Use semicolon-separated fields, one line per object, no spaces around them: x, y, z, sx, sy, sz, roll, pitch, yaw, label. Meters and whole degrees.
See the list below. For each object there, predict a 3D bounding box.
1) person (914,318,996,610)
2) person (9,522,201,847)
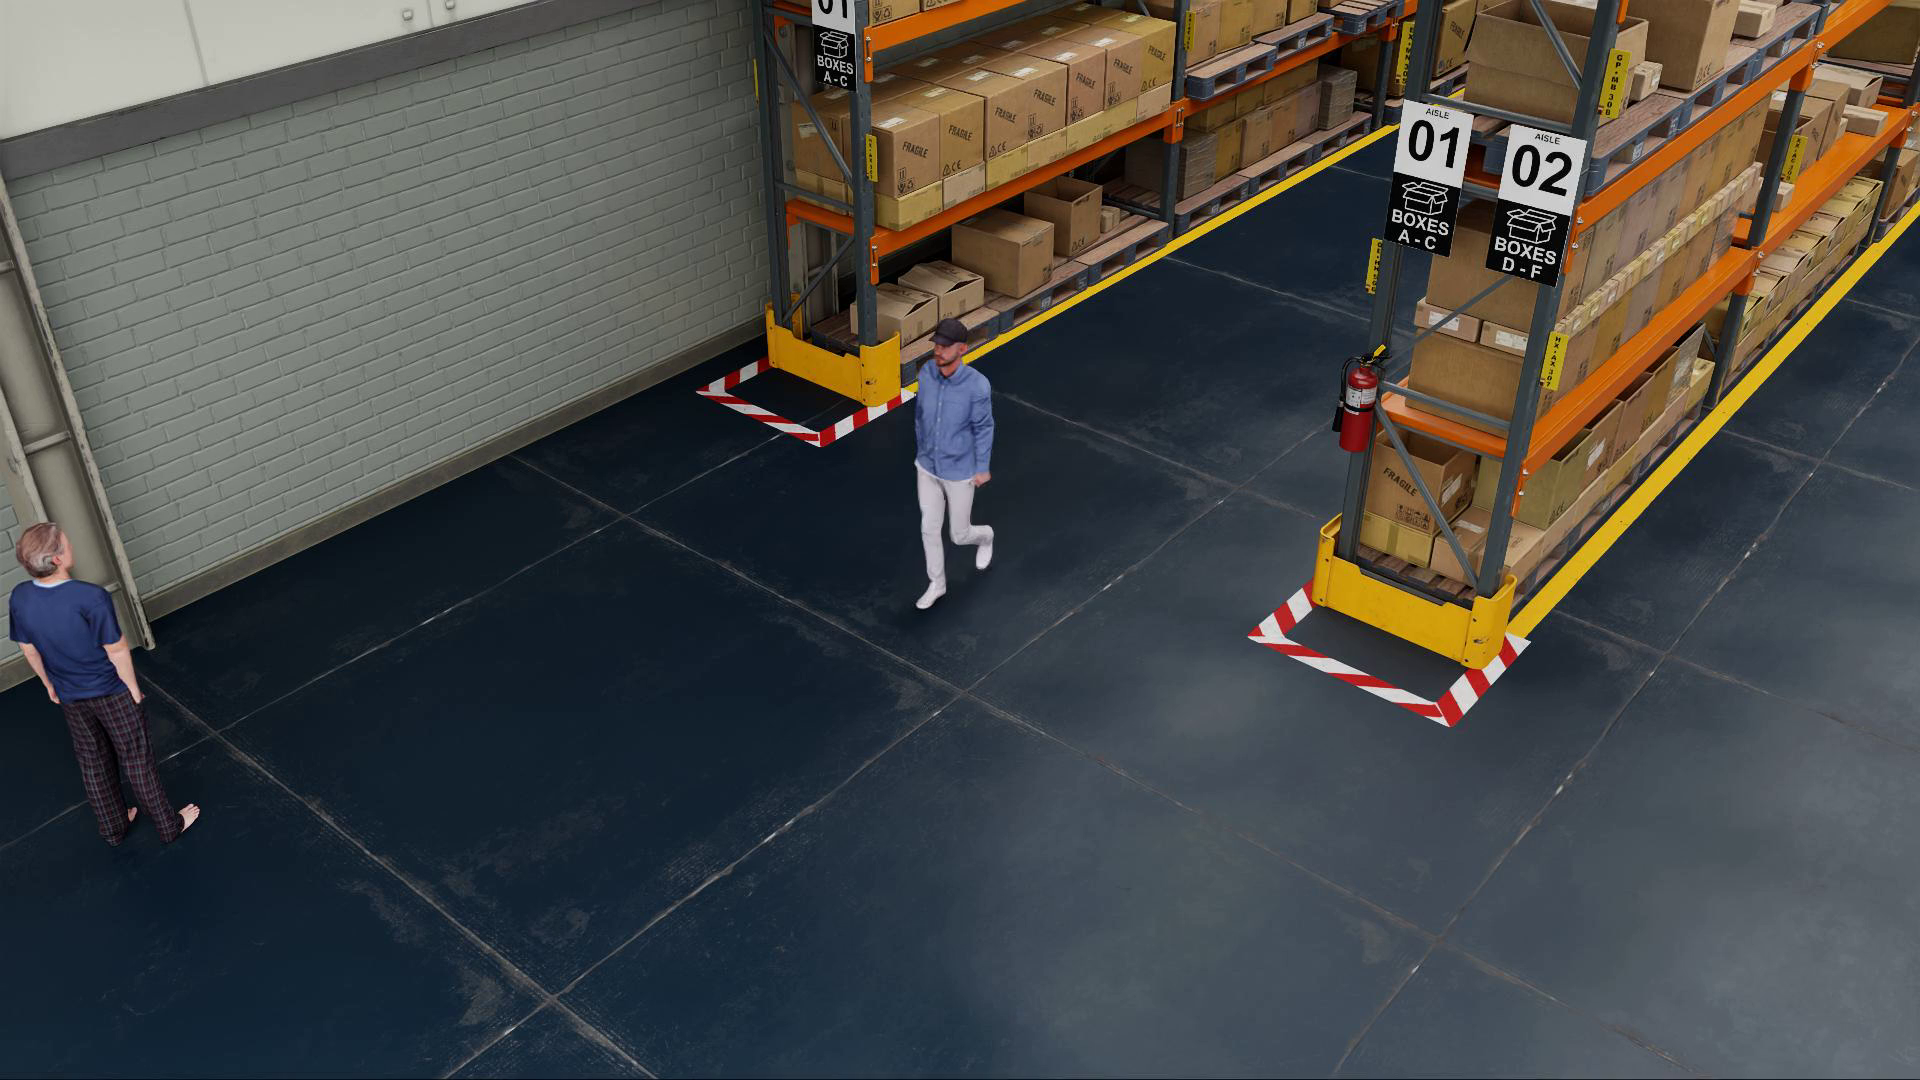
-0.033;-0.490;10.079;0.726;1.873;0.961;19;38;27;person
-4.265;0.738;8.194;0.741;1.870;0.771;1;33;1;person
